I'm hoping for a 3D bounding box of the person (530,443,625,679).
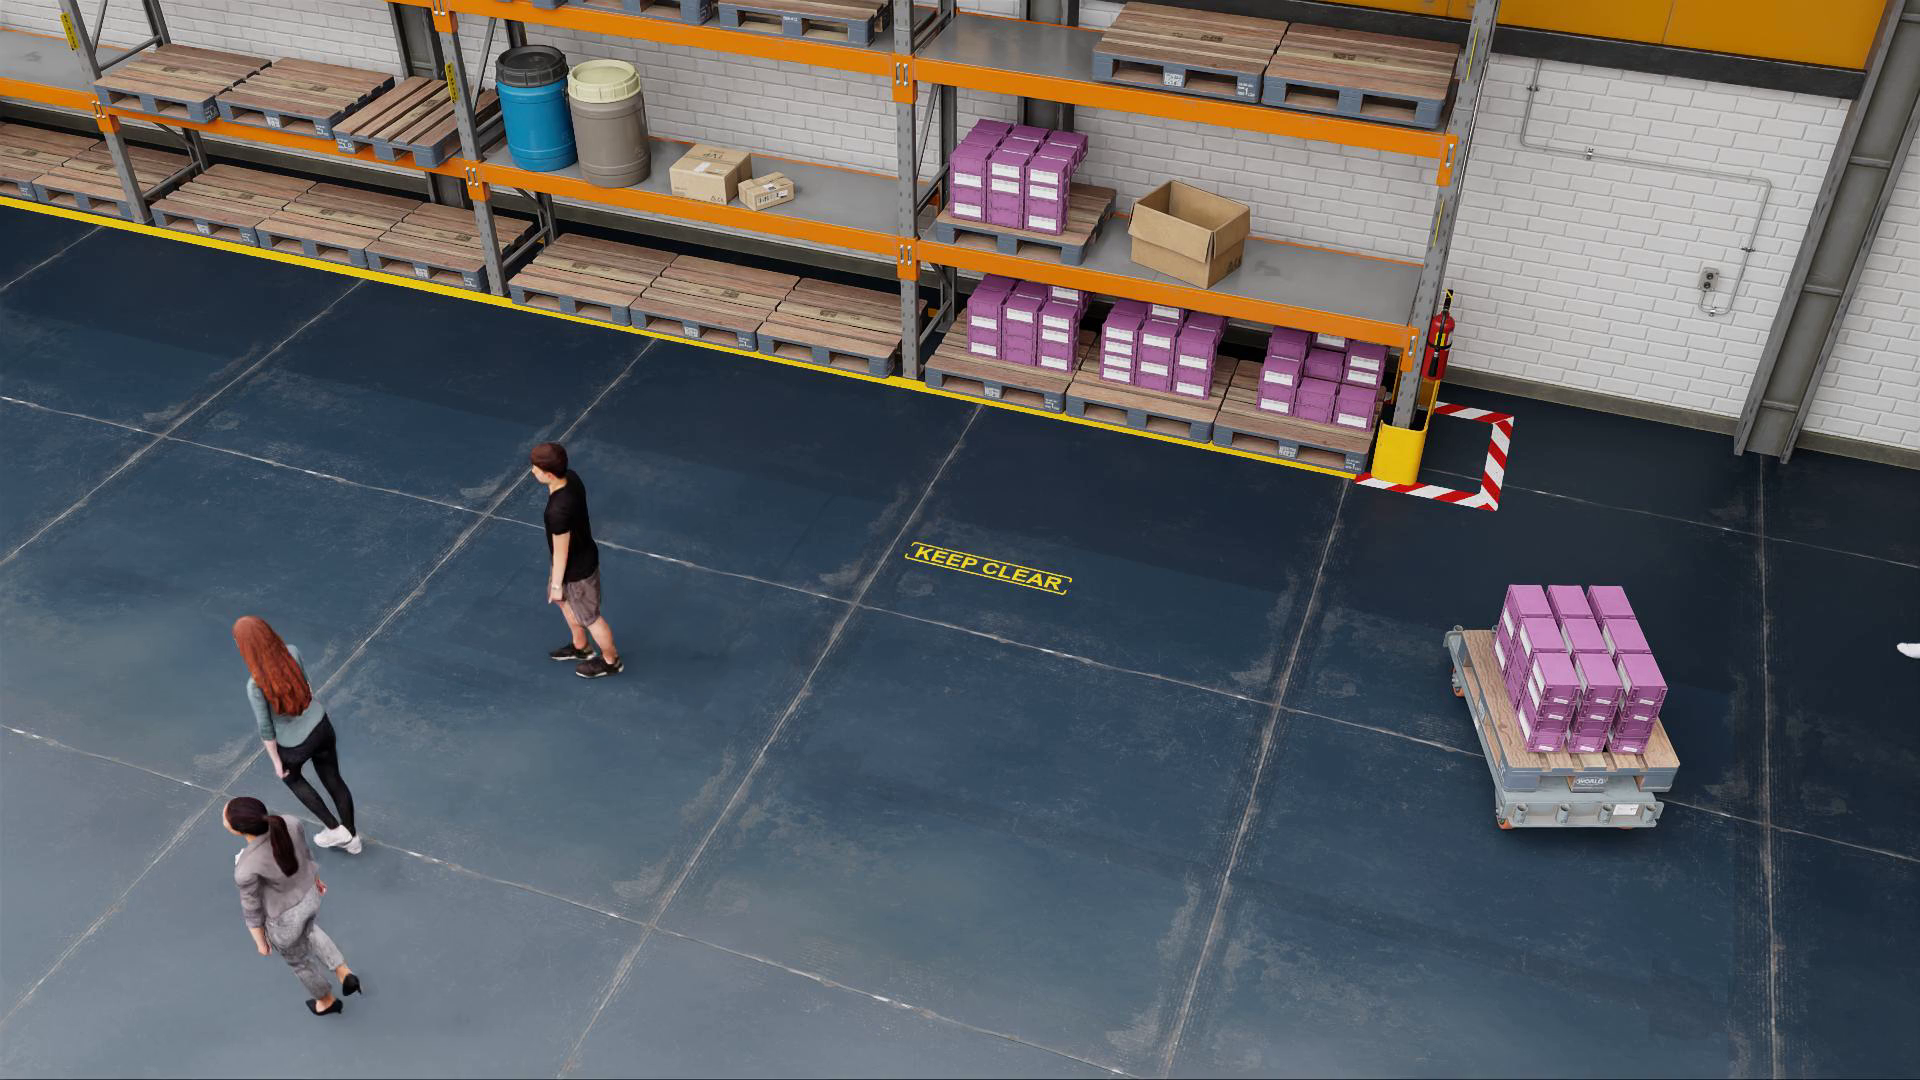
[{"bbox_3d":[-2.363,0.139,10.596,0.893,1.848,0.857,-4,39,-5],"label":"person"}]

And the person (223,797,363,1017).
[{"bbox_3d":[-3.350,1.923,8.510,0.611,1.663,0.632,12,40,14],"label":"person"}]

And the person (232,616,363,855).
[{"bbox_3d":[-3.666,1.163,9.419,0.679,1.716,0.680,19,43,23],"label":"person"}]
